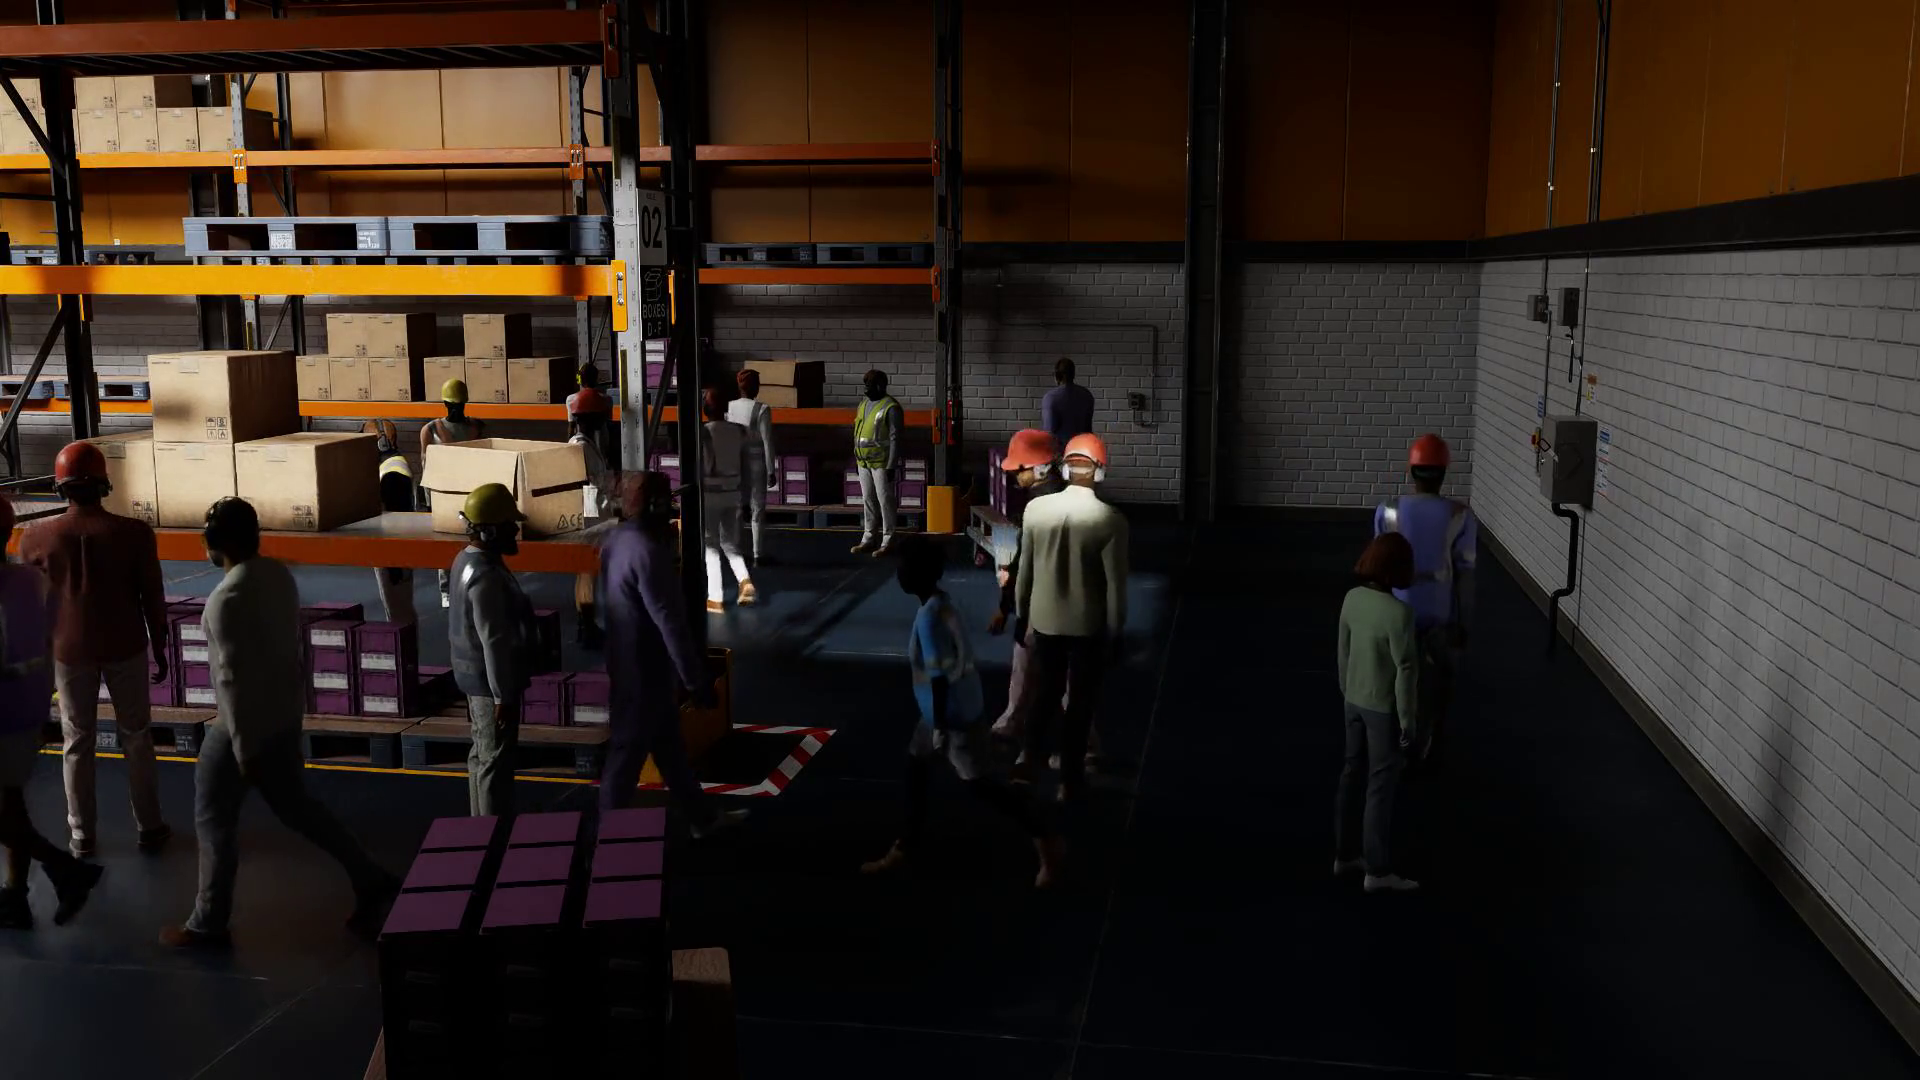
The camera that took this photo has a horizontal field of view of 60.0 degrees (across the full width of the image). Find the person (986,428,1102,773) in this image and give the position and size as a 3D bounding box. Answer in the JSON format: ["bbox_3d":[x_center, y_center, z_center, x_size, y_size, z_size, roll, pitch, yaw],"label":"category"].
[{"bbox_3d":[0.383,0.344,9.249,0.921,1.942,0.640,2,9,14],"label":"person"}]

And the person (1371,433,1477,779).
[{"bbox_3d":[2.525,0.374,9.127,0.557,1.921,0.386,3,10,18],"label":"person"}]

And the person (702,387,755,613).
[{"bbox_3d":[-1.973,-0.320,13.606,0.580,1.874,0.448,-9,13,-43],"label":"person"}]

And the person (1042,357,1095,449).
[{"bbox_3d":[1.066,-0.870,16.798,0.629,1.940,0.373,-7,11,-37],"label":"person"}]

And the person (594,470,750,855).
[{"bbox_3d":[-1.345,0.617,7.811,0.912,1.865,0.721,-4,10,-23],"label":"person"}]

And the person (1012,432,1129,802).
[{"bbox_3d":[0.556,0.429,8.657,0.667,1.962,0.630,5,11,30],"label":"person"}]

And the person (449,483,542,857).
[{"bbox_3d":[-2.148,0.645,7.727,0.404,1.830,0.601,-4,10,-24],"label":"person"}]

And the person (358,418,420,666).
[{"bbox_3d":[-3.810,0.102,11.104,0.429,1.836,0.625,-4,10,-23],"label":"person"}]

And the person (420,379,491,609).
[{"bbox_3d":[-4.169,-0.384,13.866,0.581,1.919,0.393,-6,11,-32],"label":"person"}]

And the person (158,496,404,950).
[{"bbox_3d":[-2.838,0.758,6.861,0.917,1.902,0.620,0,9,3],"label":"person"}]

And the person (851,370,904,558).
[{"bbox_3d":[-0.827,-0.753,16.372,0.429,1.844,0.626,-8,12,-41],"label":"person"}]

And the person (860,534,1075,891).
[{"bbox_3d":[0.044,0.779,7.536,0.942,1.634,0.542,0,9,3],"label":"person"}]

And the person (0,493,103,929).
[{"bbox_3d":[-3.947,0.727,6.950,0.608,1.918,0.556,1,9,8],"label":"person"}]

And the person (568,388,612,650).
[{"bbox_3d":[-2.736,-0.156,12.359,0.349,1.942,0.545,-3,10,-18],"label":"person"}]

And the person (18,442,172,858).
[{"bbox_3d":[-4.118,0.525,7.963,0.612,1.997,0.376,-4,10,-22],"label":"person"}]

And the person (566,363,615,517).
[{"bbox_3d":[-3.839,-0.905,17.284,0.501,1.860,0.328,-5,10,-29],"label":"person"}]

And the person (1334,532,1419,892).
[{"bbox_3d":[1.900,0.772,7.557,0.268,1.631,0.507,-4,10,-21],"label":"person"}]

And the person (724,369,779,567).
[{"bbox_3d":[-1.995,-0.680,15.789,0.585,1.882,0.344,5,10,28],"label":"person"}]
